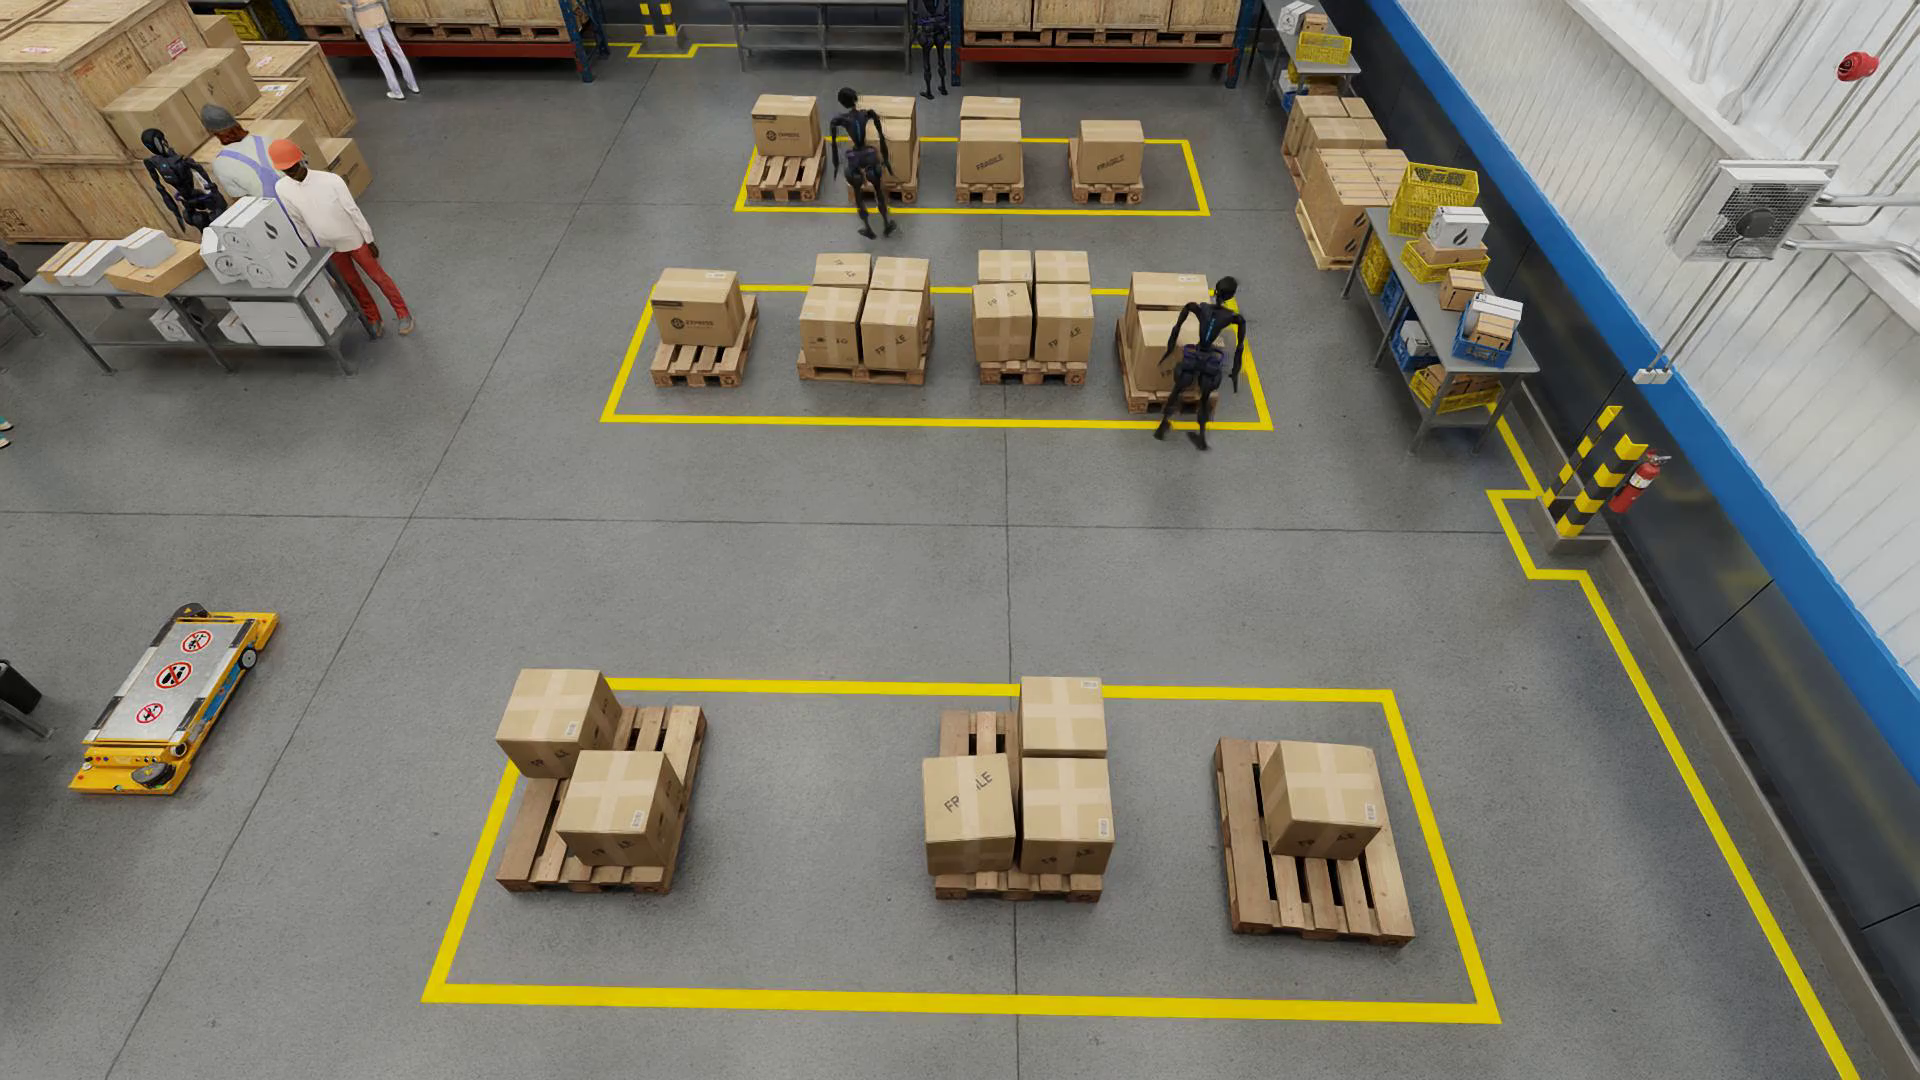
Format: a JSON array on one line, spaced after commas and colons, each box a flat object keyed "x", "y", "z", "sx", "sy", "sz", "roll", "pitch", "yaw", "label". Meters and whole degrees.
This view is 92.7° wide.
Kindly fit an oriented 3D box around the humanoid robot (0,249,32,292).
[{"x": -10.045, "y": -3.192, "z": 9.137, "sx": 0.616, "sy": 1.656, "sz": 0.309, "roll": -7, "pitch": 50, "yaw": -6, "label": "humanoid robot"}]

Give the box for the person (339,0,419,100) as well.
[{"x": -7.743, "y": -6.831, "z": 12.061, "sx": 0.367, "sy": 1.927, "sz": 0.586, "roll": 29, "pitch": 56, "yaw": 22, "label": "person"}]

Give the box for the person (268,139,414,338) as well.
[{"x": -5.826, "y": -2.799, "z": 8.616, "sx": 0.616, "sy": 1.990, "sz": 0.394, "roll": -7, "pitch": 50, "yaw": -6, "label": "person"}]

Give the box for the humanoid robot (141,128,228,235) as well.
[{"x": -7.636, "y": -3.315, "z": 9.240, "sx": 0.590, "sy": 1.657, "sz": 0.327, "roll": -4, "pitch": 50, "yaw": -3, "label": "humanoid robot"}]

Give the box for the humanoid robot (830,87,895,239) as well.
[{"x": -1.055, "y": -4.069, "z": 9.903, "sx": 0.647, "sy": 1.632, "sz": 0.387, "roll": -15, "pitch": 51, "yaw": -13, "label": "humanoid robot"}]

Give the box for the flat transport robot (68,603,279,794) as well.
[{"x": -5.504, "y": 1.072, "z": 6.442, "sx": 0.652, "sy": 0.197, "sz": 1.431, "roll": 1, "pitch": 50, "yaw": 1, "label": "flat transport robot"}]

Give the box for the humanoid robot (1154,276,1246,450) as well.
[{"x": 2.027, "y": -1.494, "z": 7.717, "sx": 0.674, "sy": 1.637, "sz": 0.396, "roll": 13, "pitch": 51, "yaw": 11, "label": "humanoid robot"}]

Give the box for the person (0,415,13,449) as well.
[{"x": -8.726, "y": -1.458, "z": 7.618, "sx": 0.310, "sy": 1.767, "sz": 0.532, "roll": -21, "pitch": 53, "yaw": -17, "label": "person"}]

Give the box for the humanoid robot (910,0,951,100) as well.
[{"x": -0.381, "y": -6.770, "z": 12.164, "sx": 0.584, "sy": 1.657, "sz": 0.327, "roll": -25, "pitch": 54, "yaw": -20, "label": "humanoid robot"}]

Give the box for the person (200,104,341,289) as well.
[{"x": -6.697, "y": -3.221, "z": 8.933, "sx": 0.536, "sy": 2.000, "sz": 0.687, "roll": 18, "pitch": 52, "yaw": 15, "label": "person"}]
